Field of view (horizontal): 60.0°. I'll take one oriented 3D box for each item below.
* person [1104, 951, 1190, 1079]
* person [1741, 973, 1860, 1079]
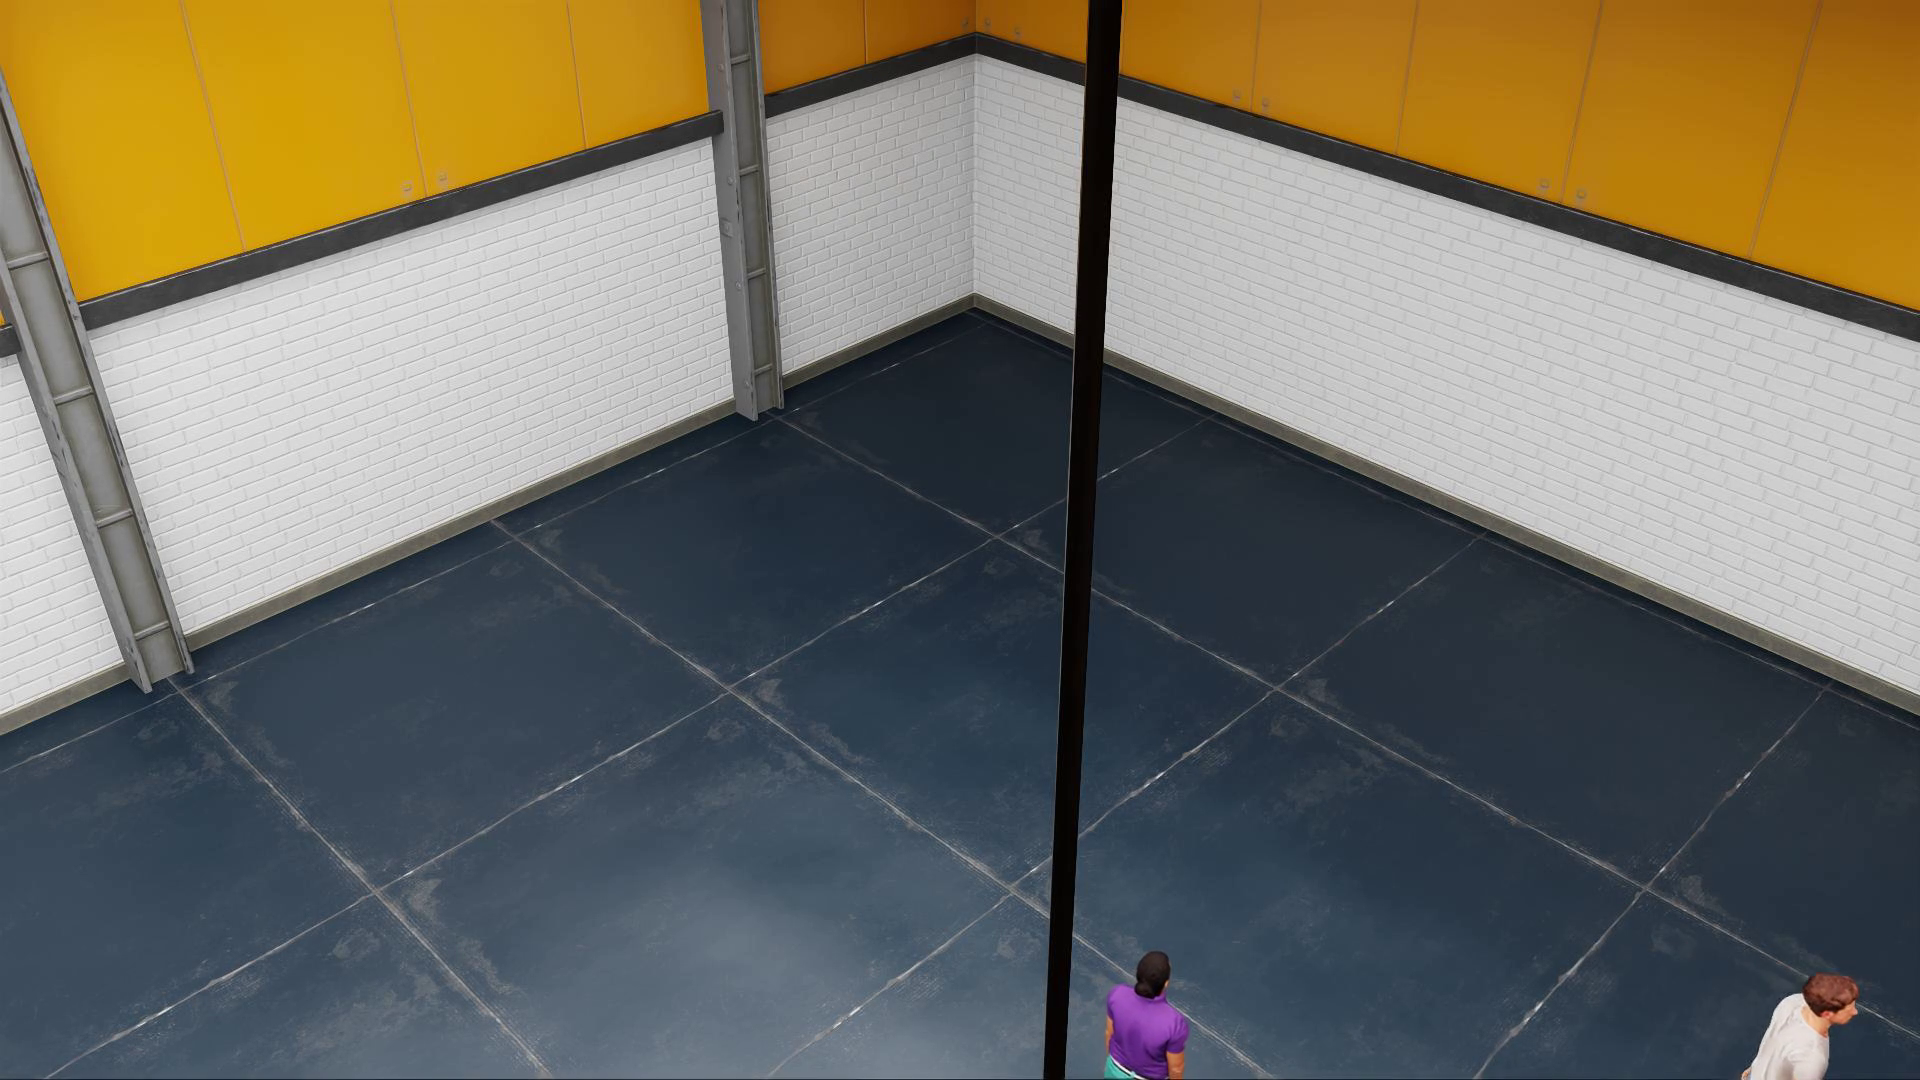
[{"bbox_3d":[0.931,2.821,8.719,0.657,1.766,0.623,19,38,26],"label":"person"},{"bbox_3d":[4.077,2.883,8.558,1.099,1.841,1.253,11,35,16],"label":"person"}]
